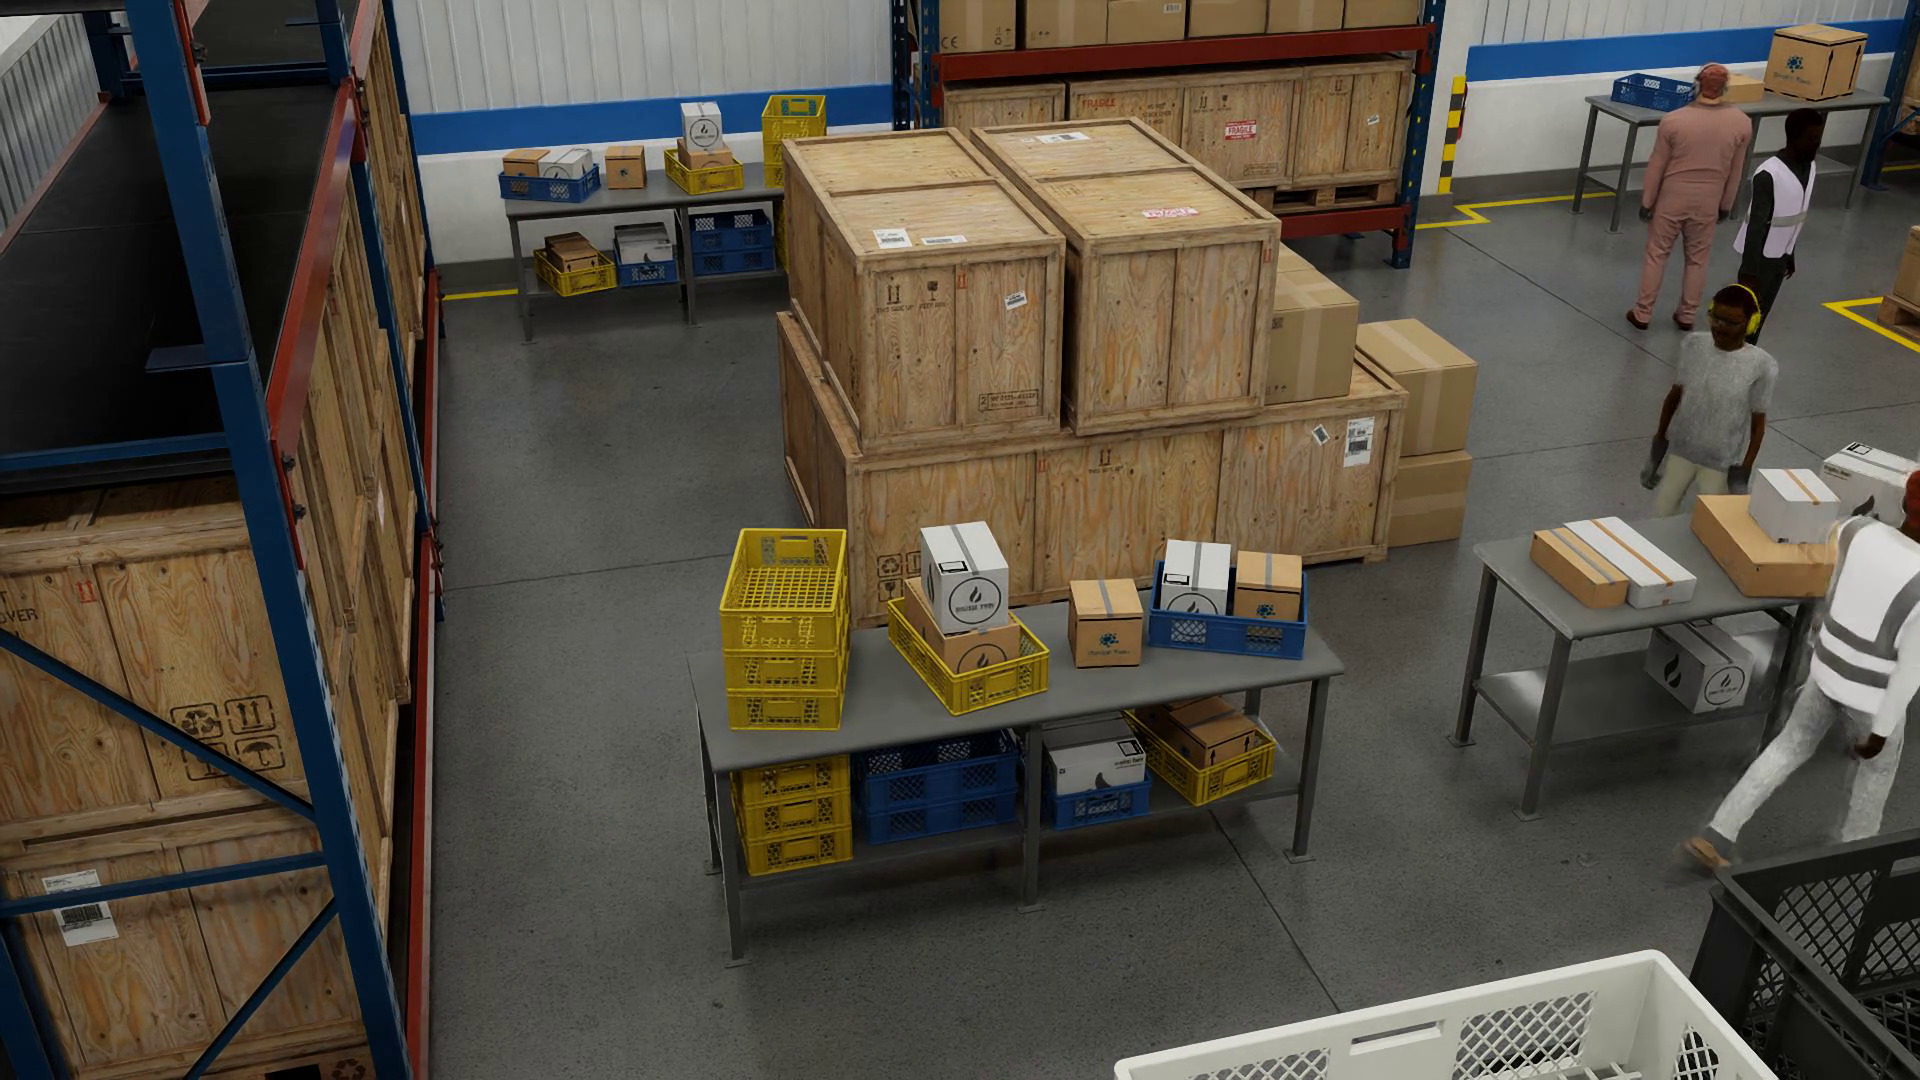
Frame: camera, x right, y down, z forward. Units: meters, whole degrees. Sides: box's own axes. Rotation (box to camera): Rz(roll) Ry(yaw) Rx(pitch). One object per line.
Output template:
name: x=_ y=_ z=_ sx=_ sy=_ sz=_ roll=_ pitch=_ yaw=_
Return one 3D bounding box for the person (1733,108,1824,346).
person: x=5.197 y=-1.827 z=10.709 sx=0.591 sy=1.919 sz=0.392 roll=-23 pitch=36 yaw=-36

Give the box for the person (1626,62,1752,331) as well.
person: x=5.163 y=-2.420 z=11.811 sx=0.653 sy=1.901 sz=0.400 roll=3 pitch=29 yaw=5

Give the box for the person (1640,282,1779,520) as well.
person: x=3.633 y=-0.385 z=8.167 sx=0.376 sy=1.851 sz=0.595 roll=-22 pitch=36 yaw=-34

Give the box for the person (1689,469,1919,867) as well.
person: x=3.440 y=0.554 z=6.464 sx=0.922 sy=1.846 sz=0.569 roll=-10 pitch=30 yaw=-18
